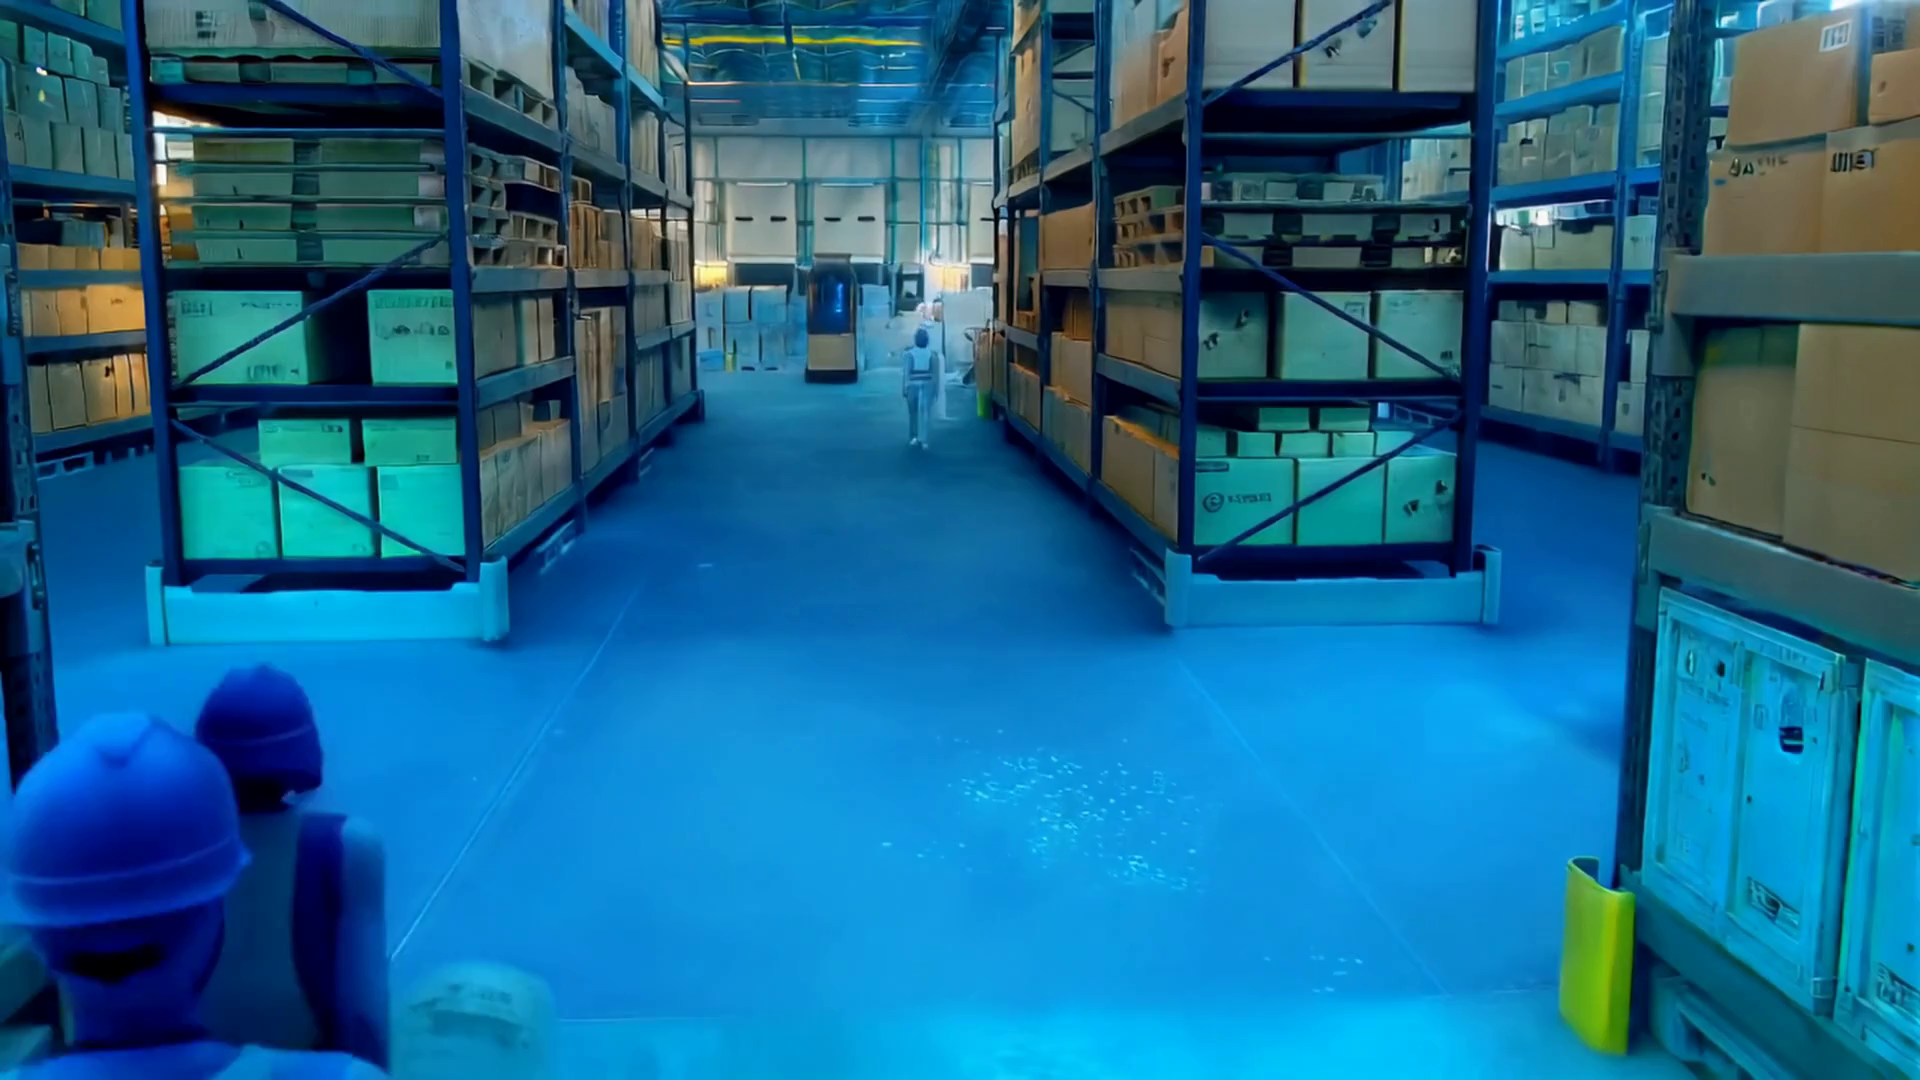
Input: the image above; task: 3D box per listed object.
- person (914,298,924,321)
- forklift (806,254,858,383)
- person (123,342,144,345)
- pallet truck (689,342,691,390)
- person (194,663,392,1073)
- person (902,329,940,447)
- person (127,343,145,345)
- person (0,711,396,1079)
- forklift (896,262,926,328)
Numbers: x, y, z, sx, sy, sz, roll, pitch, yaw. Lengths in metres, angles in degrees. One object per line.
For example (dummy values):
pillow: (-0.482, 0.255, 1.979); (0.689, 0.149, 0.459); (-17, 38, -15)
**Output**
person: (-1.366, -7.387, 56.242); (0.872, 1.594, 0.536); (-4, 10, -22)
forklift: (-2.826, -4.879, 36.463); (1.129, 2.768, 1.873); (-1, 9, -4)
person: (-24.615, -6.436, 49.391); (0.584, 1.890, 0.915); (2, 9, 10)
pallet truck: (-5.225, -3.008, 27.480); (1.885, 1.965, 0.823); (2, 9, 14)
person: (-1.338, 1.051, 3.167); (0.502, 1.621, 0.549); (-1, 9, -9)
person: (-0.546, -2.110, 23.049); (0.541, 1.610, 0.736); (-1, 9, -5)
person: (-26.705, -7.098, 53.785); (0.941, 1.791, 0.657); (4, 10, 22)
person: (-0.819, 1.138, 1.728); (0.551, 1.915, 0.832); (-2, 9, -13)
forklift: (-1.780, -8.547, 59.499); (1.129, 2.768, 1.873); (-1, 9, -4)
